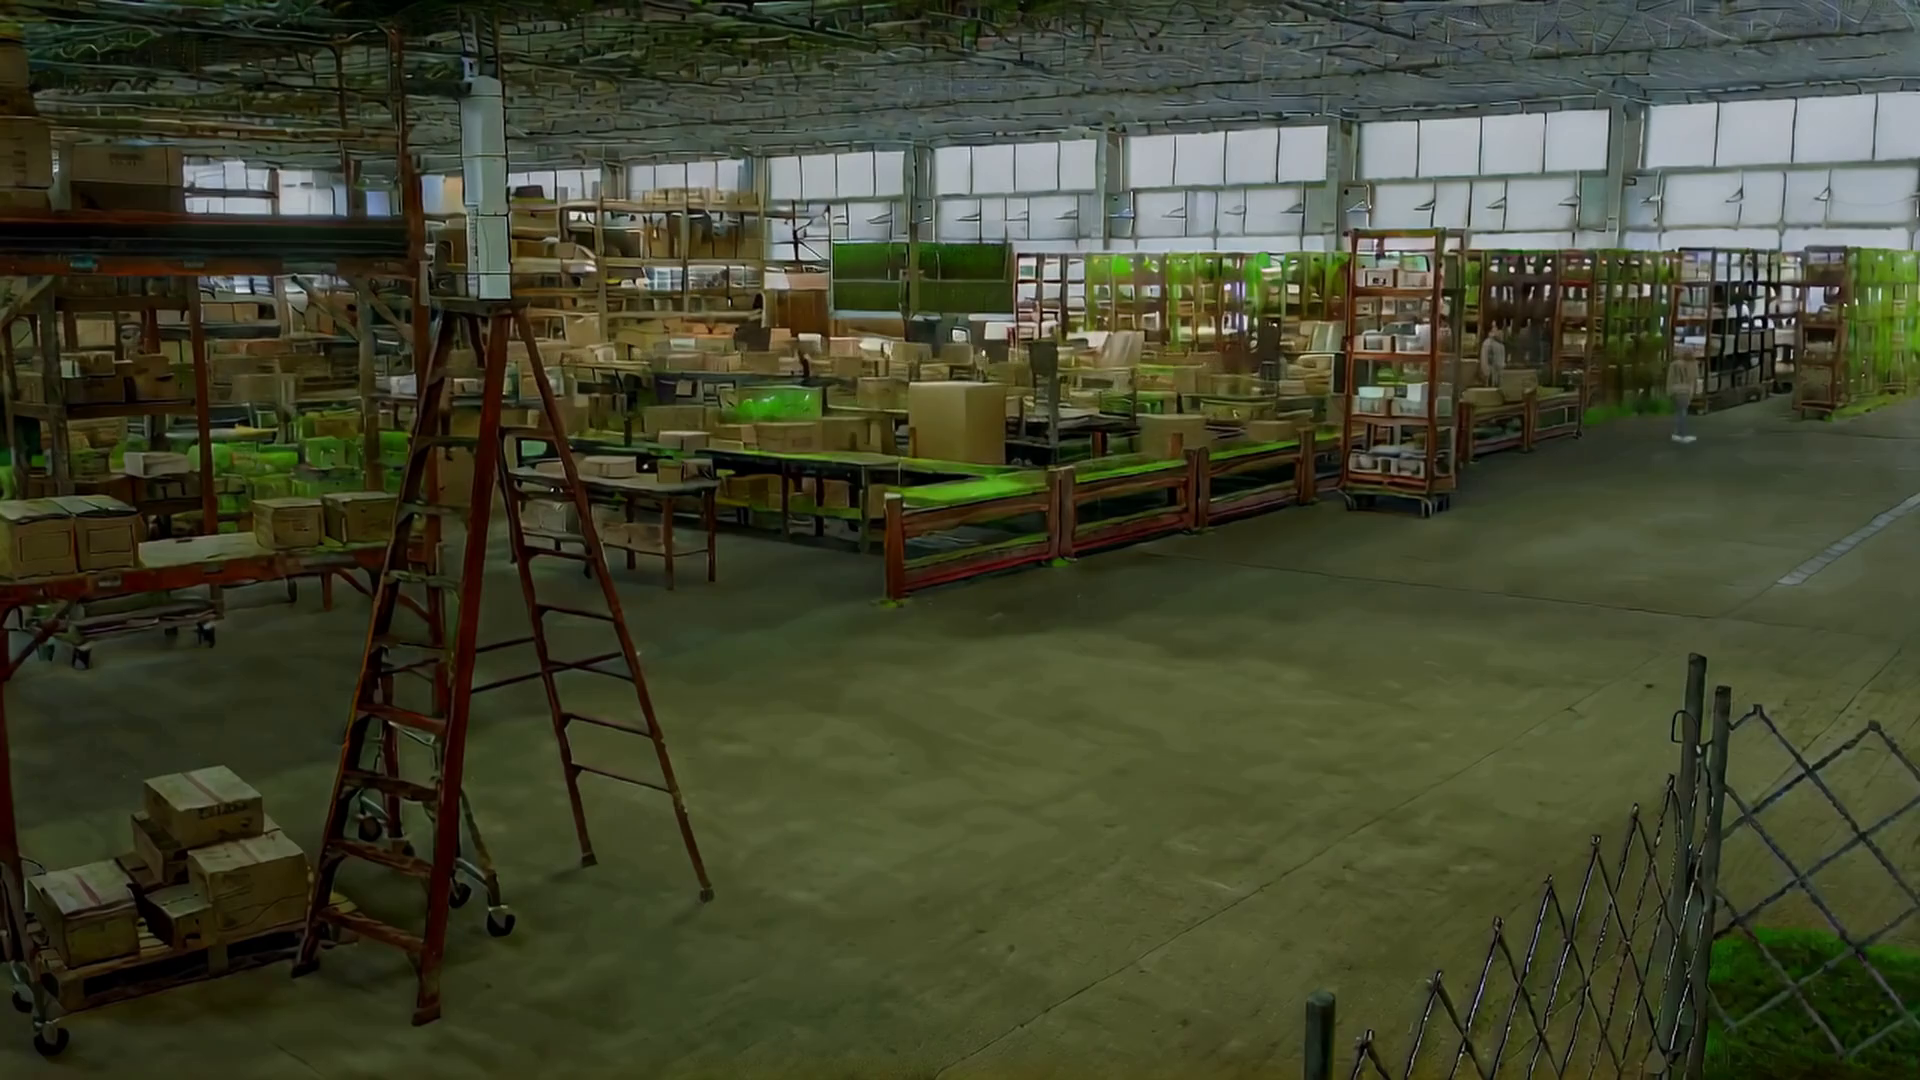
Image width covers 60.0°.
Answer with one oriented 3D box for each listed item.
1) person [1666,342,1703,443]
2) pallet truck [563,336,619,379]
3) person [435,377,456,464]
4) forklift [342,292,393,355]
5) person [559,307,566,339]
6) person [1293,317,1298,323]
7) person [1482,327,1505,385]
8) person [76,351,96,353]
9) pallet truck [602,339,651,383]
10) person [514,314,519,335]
[{"bbox_3d":[13.068,-2.632,29.817,0.626,1.792,0.873,-2,9,-14],"label":"person"},{"bbox_3d":[-10.690,-5.294,48.215,1.601,1.201,0.680,-5,10,-26],"label":"pallet truck"},{"bbox_3d":[-8.325,-2.105,26.625,0.297,1.772,0.533,7,11,36],"label":"person"},{"bbox_3d":[-16.485,-5.622,45.120,1.129,2.768,1.873,7,11,37],"label":"forklift"},{"bbox_3d":[-15.302,-8.106,64.157,0.290,1.745,0.487,-3,9,-17],"label":"person"},{"bbox_3d":[10.266,-6.057,50.597,0.388,1.992,0.621,7,11,36],"label":"person"},{"bbox_3d":[11.292,-3.535,35.125,0.639,1.909,0.409,-7,11,-37],"label":"person"},{"bbox_3d":[-32.431,-7.756,61.526,0.570,1.883,0.987,5,10,28],"label":"person"},{"bbox_3d":[-8.991,-4.871,45.351,0.653,1.274,1.630,7,11,37],"label":"pallet truck"},{"bbox_3d":[-13.190,-5.790,49.282,1.083,1.879,0.646,-5,11,-30],"label":"person"}]
